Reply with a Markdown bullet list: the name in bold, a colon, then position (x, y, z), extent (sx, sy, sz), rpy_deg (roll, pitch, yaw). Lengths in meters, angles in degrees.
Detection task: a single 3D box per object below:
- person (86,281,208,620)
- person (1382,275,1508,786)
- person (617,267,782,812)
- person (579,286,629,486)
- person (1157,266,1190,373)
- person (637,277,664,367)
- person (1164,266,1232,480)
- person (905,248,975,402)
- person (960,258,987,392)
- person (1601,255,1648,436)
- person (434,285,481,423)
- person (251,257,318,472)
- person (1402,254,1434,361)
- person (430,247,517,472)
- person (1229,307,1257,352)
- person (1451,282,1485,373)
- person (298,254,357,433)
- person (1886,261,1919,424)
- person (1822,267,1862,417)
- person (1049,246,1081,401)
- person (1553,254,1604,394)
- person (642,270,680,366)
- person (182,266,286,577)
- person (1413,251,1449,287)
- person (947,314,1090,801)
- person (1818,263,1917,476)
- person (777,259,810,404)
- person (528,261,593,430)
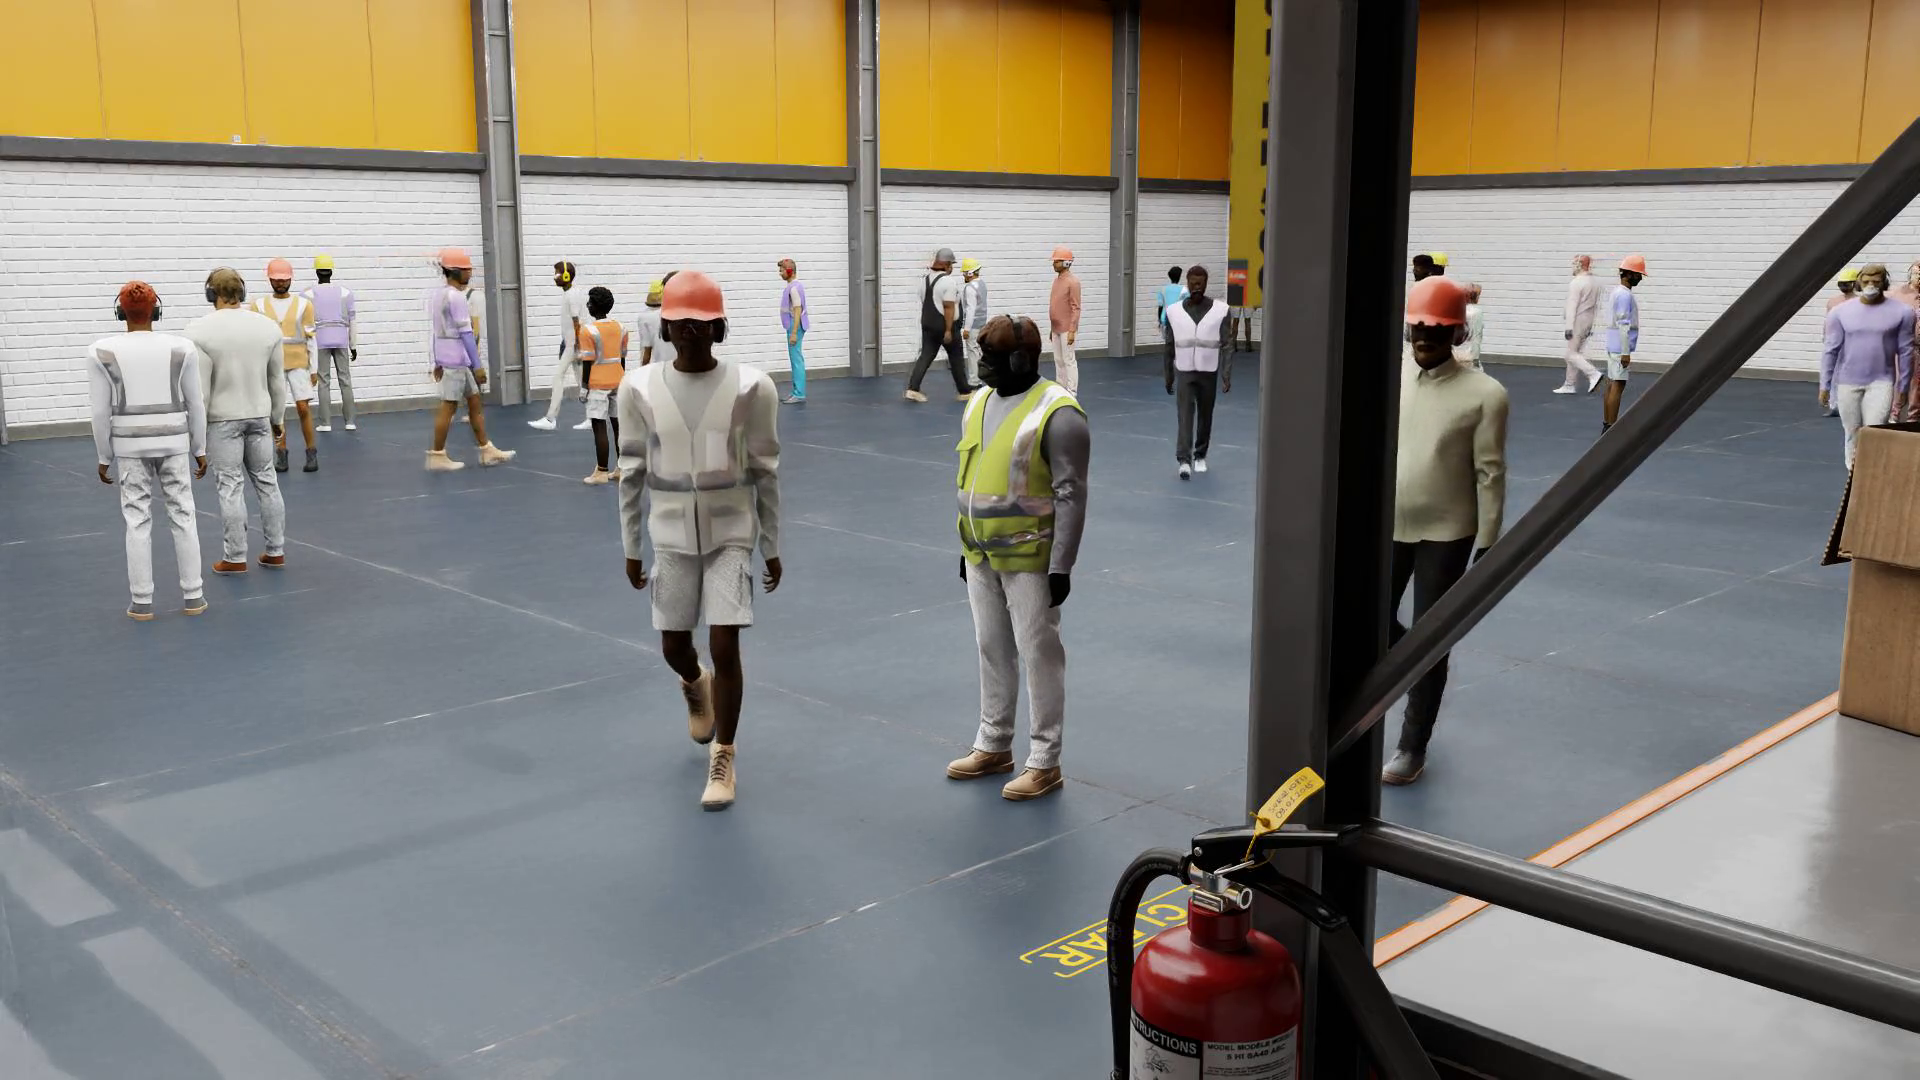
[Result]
- **person**: position (-4.498, -0.492, 9.258), extent (0.575, 1.883, 0.355), rpy_deg (-6, 12, -30)
- **person**: position (1.849, -0.054, 6.590), extent (0.634, 1.978, 0.670), rpy_deg (8, 13, 38)
- **person**: position (-0.987, -0.032, 6.403), extent (0.613, 2.025, 0.761), rpy_deg (0, 10, -1)
- **person**: position (-3.053, -1.316, 14.255), extent (0.318, 1.700, 0.535), rpy_deg (6, 12, 31)
- **person**: position (3.265, -3.350, 25.432), extent (0.537, 1.675, 0.754), rpy_deg (4, 11, 20)
- **person**: position (-2.848, -1.639, 15.925), extent (0.482, 1.736, 0.326), rpy_deg (5, 12, 27)
- **person**: position (2.095, -1.479, 14.700), extent (0.599, 1.861, 1.047), rpy_deg (2, 10, 8)
- **person**: position (-0.266, -2.782, 21.313), extent (1.038, 2.000, 0.682), rpy_deg (-8, 13, -39)
- **person**: position (0.161, -2.934, 22.723), extent (0.404, 1.828, 0.587), rpy_deg (3, 11, 15)
- **person**: position (6.912, -1.992, 17.313), extent (0.366, 1.930, 0.542), rpy_deg (2, 11, 13)
- **person**: position (-5.646, -2.186, 18.677), extent (0.534, 1.810, 0.776), rpy_deg (4, 11, 21)
- **person**: position (-6.088, -1.572, 15.015), extent (0.552, 1.935, 0.395), rpy_deg (-3, 11, -14)
- **person**: position (5.556, -2.438, 19.785), extent (1.009, 1.925, 0.624), rpy_deg (-3, 11, -15)
- **person**: position (-4.419, -1.622, 15.054), extent (0.929, 2.008, 0.632), rpy_deg (-5, 12, -26)
- **person**: position (5.174, -4.396, 30.399), extent (0.551, 1.935, 0.373), rpy_deg (4, 11, 20)
- **person**: position (5.451, -1.948, 17.874), extent (0.364, 1.623, 0.537), rpy_deg (-3, 11, -17)
- **person**: position (-6.847, -2.127, 18.054), extent (0.584, 1.928, 0.367), rpy_deg (-6, 12, -31)
- **person**: position (10.193, -2.043, 17.777), extent (0.674, 1.851, 0.980), rpy_deg (7, 12, 33)
- **person**: position (10.381, -2.306, 19.482), extent (0.448, 1.756, 0.540), rpy_deg (-7, 12, -33)
- **person**: position (1.264, -2.602, 20.454), extent (0.378, 1.996, 0.611), rpy_deg (-4, 11, -23)
- **person**: position (8.290, -2.863, 22.174), extent (0.648, 1.884, 0.656), rpy_deg (10, 14, 42)
- **person**: position (-2.224, -1.174, 13.044), extent (0.571, 1.855, 0.386), rpy_deg (0, 10, 2)
- **person**: position (-4.533, -0.738, 10.447), extent (0.354, 1.936, 0.635), rpy_deg (8, 13, 38)
- **person**: position (5.934, -2.635, 20.820), extent (0.588, 1.927, 0.365), rpy_deg (9, 14, 40)
- **person**: position (0.197, 0.063, 6.351), extent (0.429, 1.840, 0.634), rpy_deg (-8, 13, -38)
- **person**: position (7.066, -1.199, 13.028), extent (0.646, 1.905, 0.815), rpy_deg (7, 13, 35)
- **person**: position (-2.101, -2.645, 21.125), extent (0.399, 1.837, 0.564), rpy_deg (-1, 10, -8)
- **person**: position (-4.369, -2.107, 18.169), extent (0.873, 1.837, 0.561), rpy_deg (-2, 11, -11)
